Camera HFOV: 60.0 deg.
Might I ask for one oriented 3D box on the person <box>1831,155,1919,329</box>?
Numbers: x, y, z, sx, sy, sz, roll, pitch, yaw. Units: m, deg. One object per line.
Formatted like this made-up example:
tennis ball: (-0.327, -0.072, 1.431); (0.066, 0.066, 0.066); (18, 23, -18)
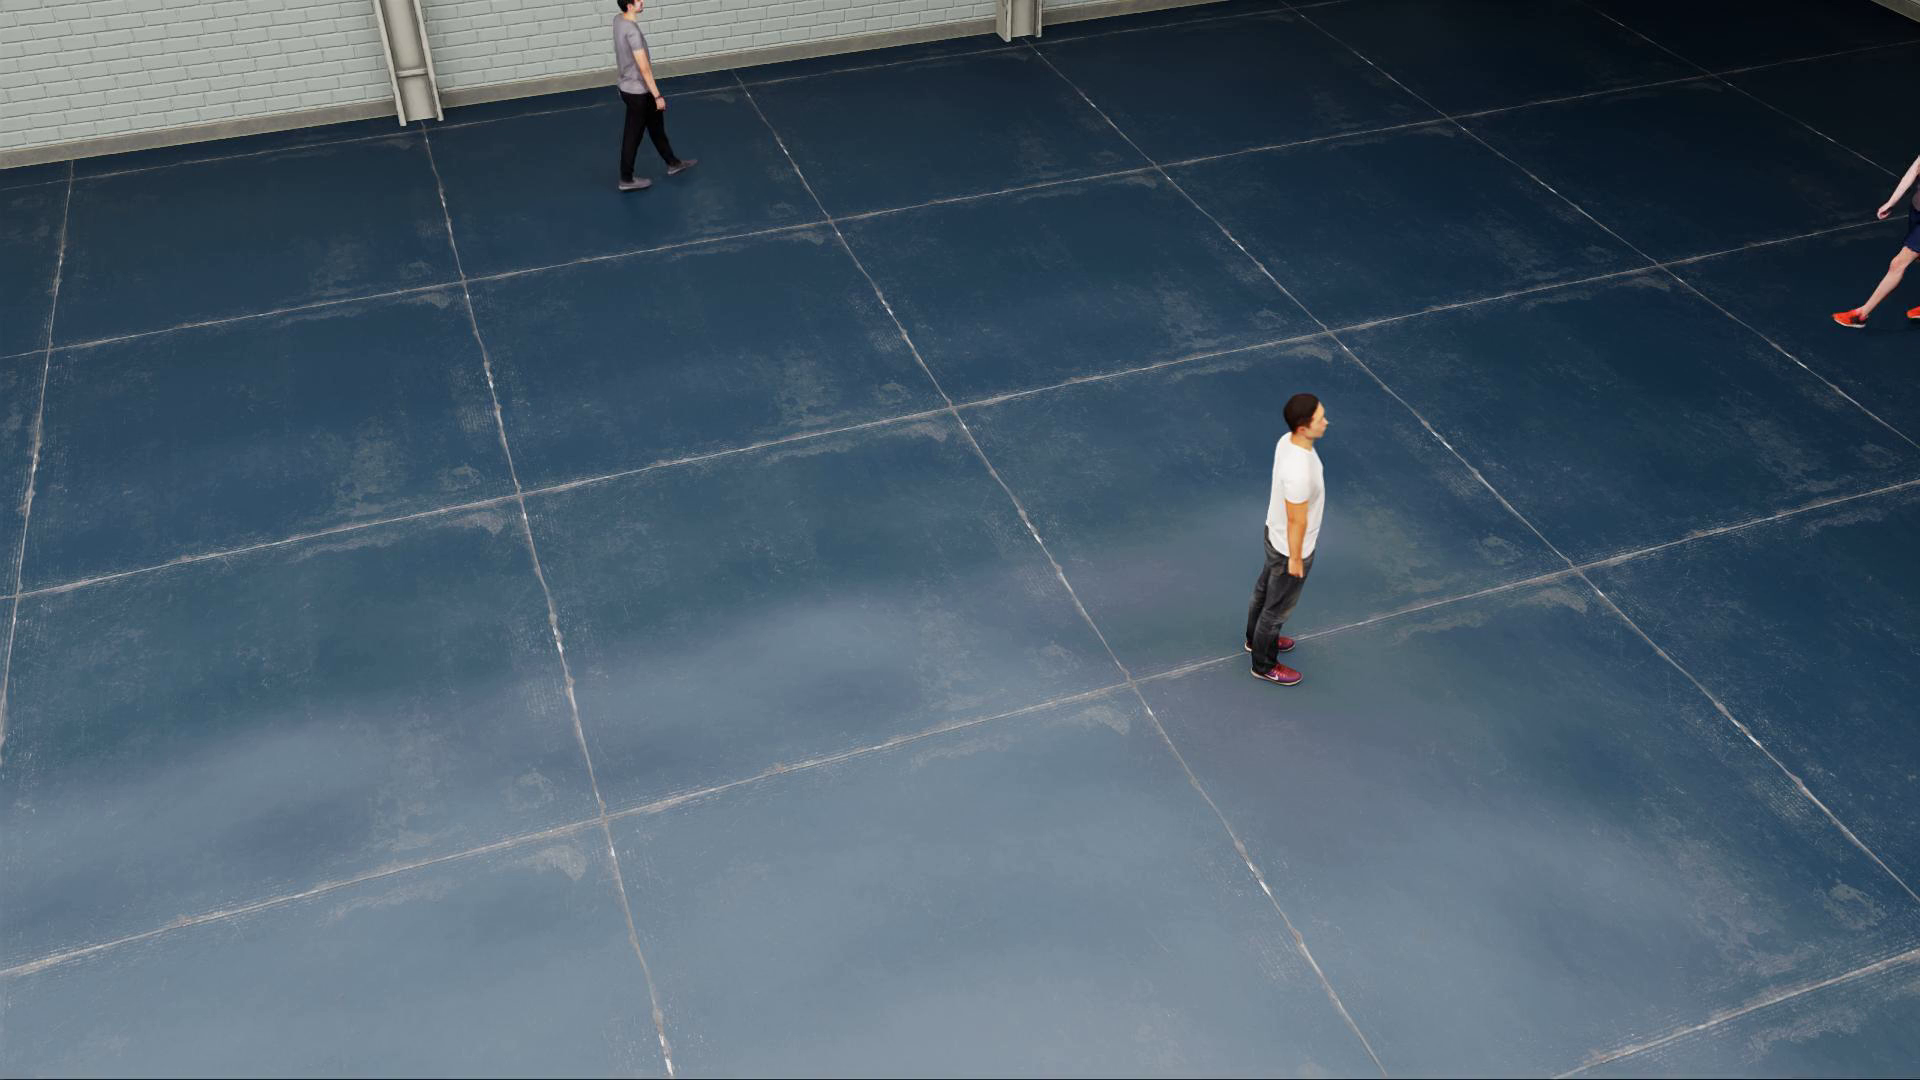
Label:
person: (7.079, -2.346, 11.998); (1.242, 1.802, 0.815); (-5, 38, -7)

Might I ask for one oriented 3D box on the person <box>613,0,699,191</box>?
person: (-2.772, -3.722, 13.819); (0.972, 1.725, 0.665); (-14, 40, -18)

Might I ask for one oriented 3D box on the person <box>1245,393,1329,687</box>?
person: (1.771, -0.018, 9.023); (0.683, 1.802, 0.714); (2, 38, 3)
